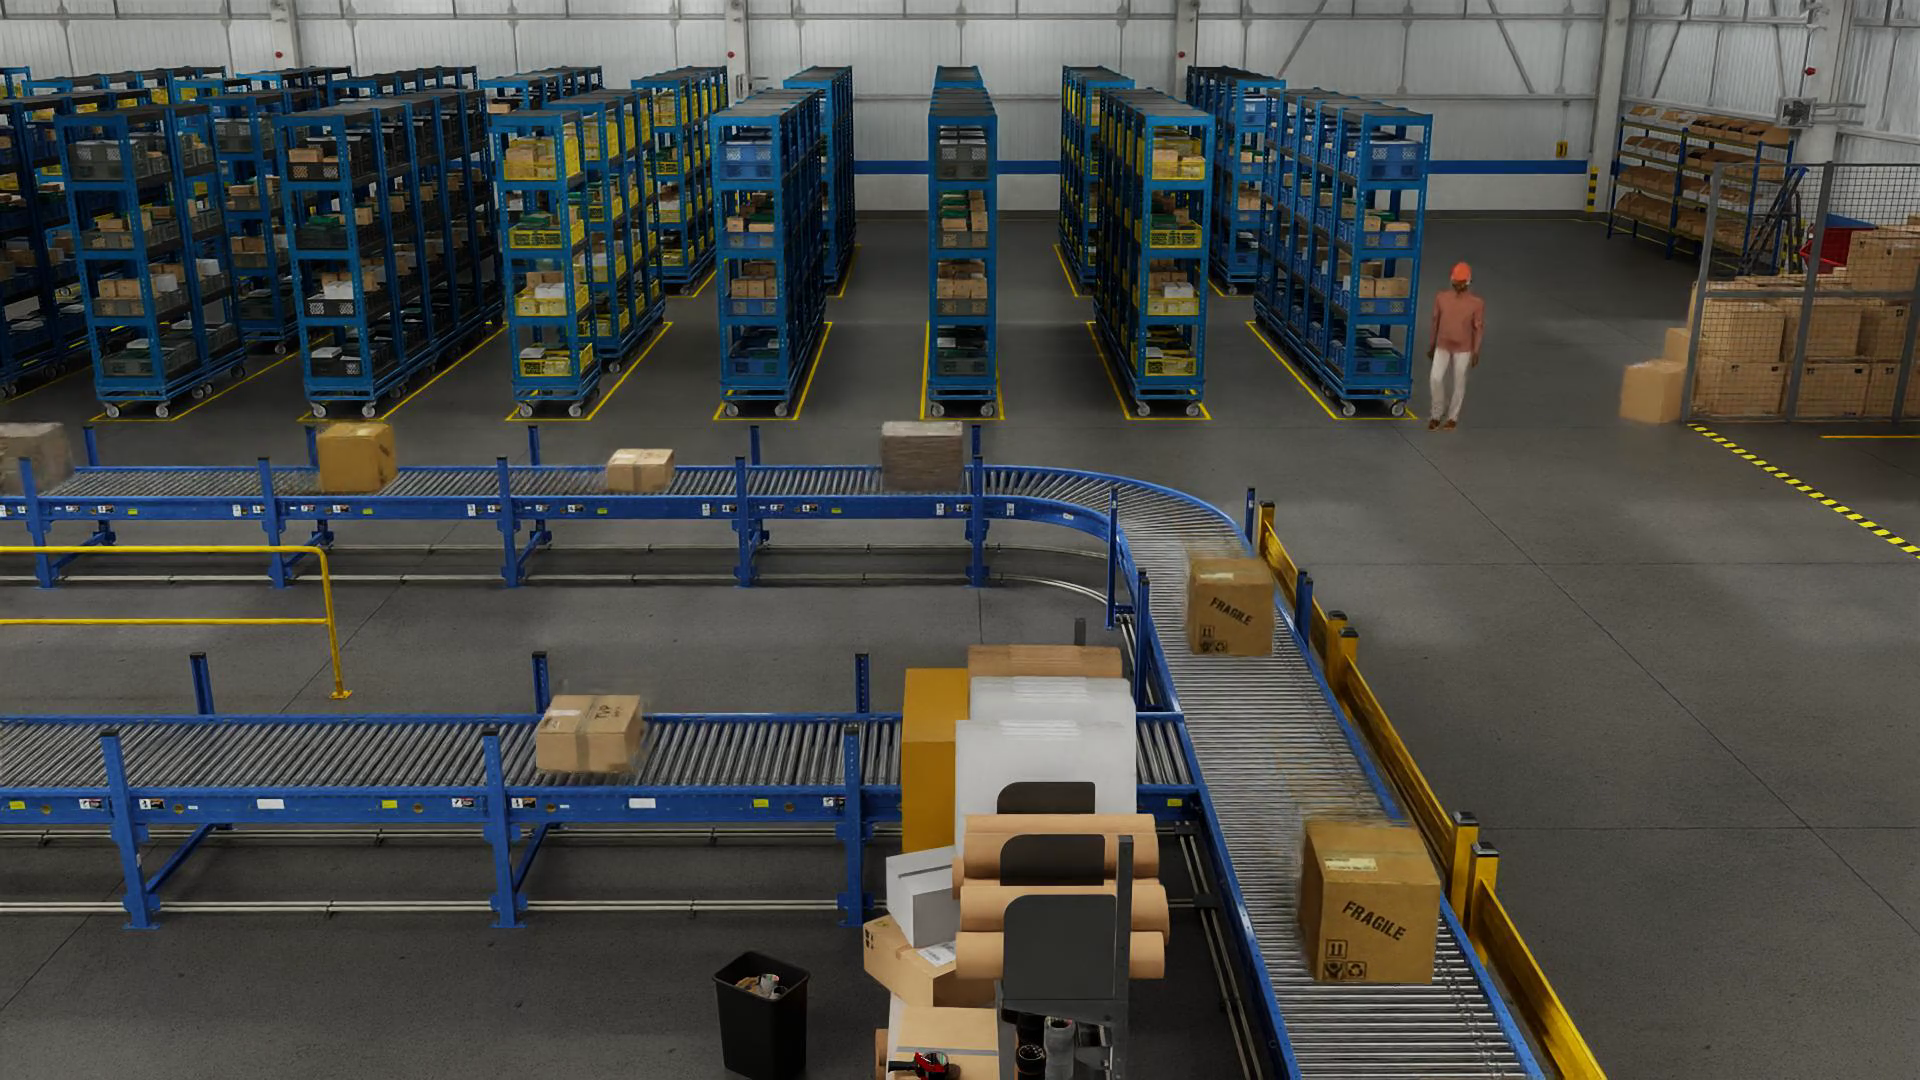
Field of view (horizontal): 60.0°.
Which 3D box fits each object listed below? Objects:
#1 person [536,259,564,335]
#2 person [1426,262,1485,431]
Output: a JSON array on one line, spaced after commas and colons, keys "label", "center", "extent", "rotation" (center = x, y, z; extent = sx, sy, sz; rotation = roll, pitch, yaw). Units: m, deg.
[{"label": "person", "center": [-6.151, -4.054, 25.235], "extent": [0.620, 1.793, 0.783], "rotation": [-3, 18, -10]}, {"label": "person", "center": [5.692, -2.207, 19.235], "extent": [0.646, 1.975, 0.672], "rotation": [11, 21, 30]}]
